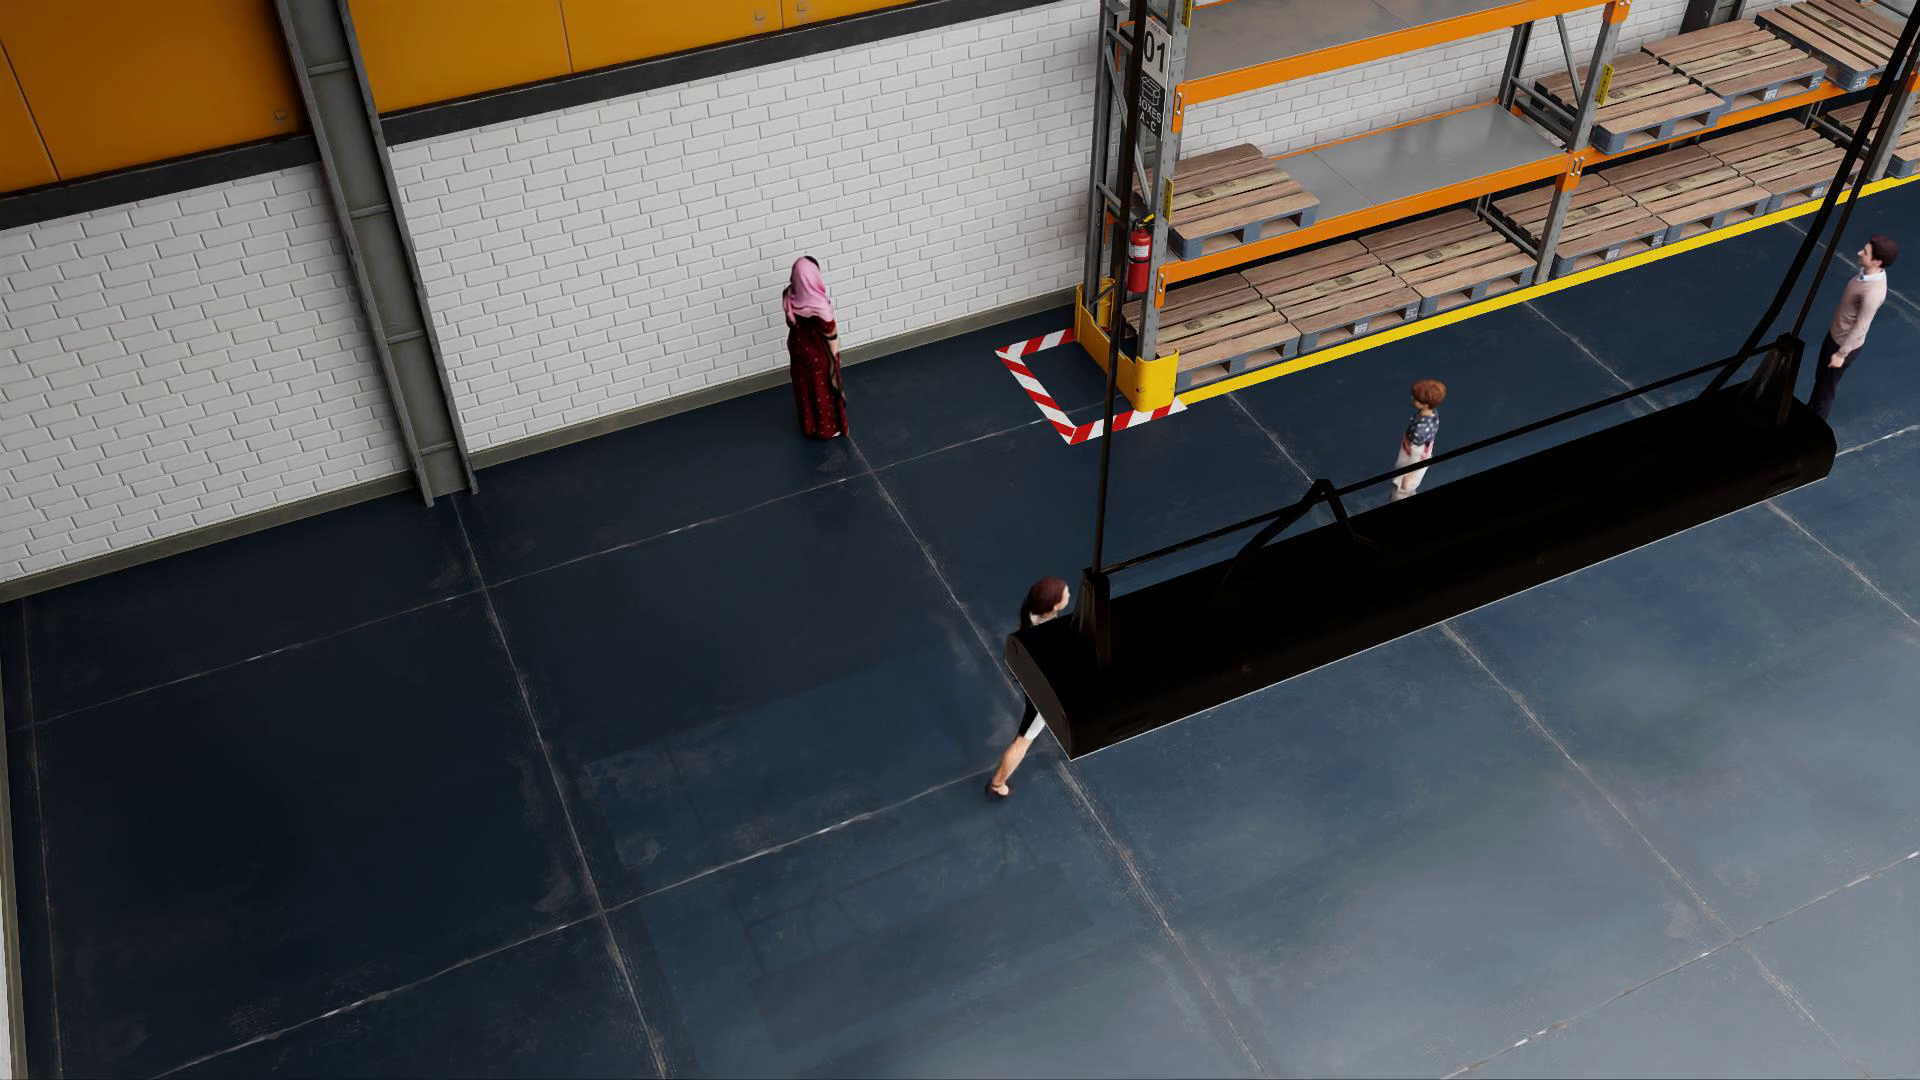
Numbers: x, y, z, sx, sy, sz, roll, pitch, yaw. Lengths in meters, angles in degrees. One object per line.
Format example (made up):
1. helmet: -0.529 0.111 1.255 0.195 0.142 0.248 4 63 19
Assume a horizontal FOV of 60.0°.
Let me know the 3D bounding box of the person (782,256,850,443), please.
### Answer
1. person: -1.105 -1.445 12.570 0.756 1.638 0.755 29 51 27

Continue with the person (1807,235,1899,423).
1. person: 6.630 -1.500 12.503 0.761 1.809 0.704 14 45 14

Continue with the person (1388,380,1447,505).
1. person: 3.232 -0.555 11.780 0.674 1.439 0.594 21 48 21

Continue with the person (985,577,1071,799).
1. person: 0.411 0.948 9.976 1.118 1.751 0.624 -19 47 -19
